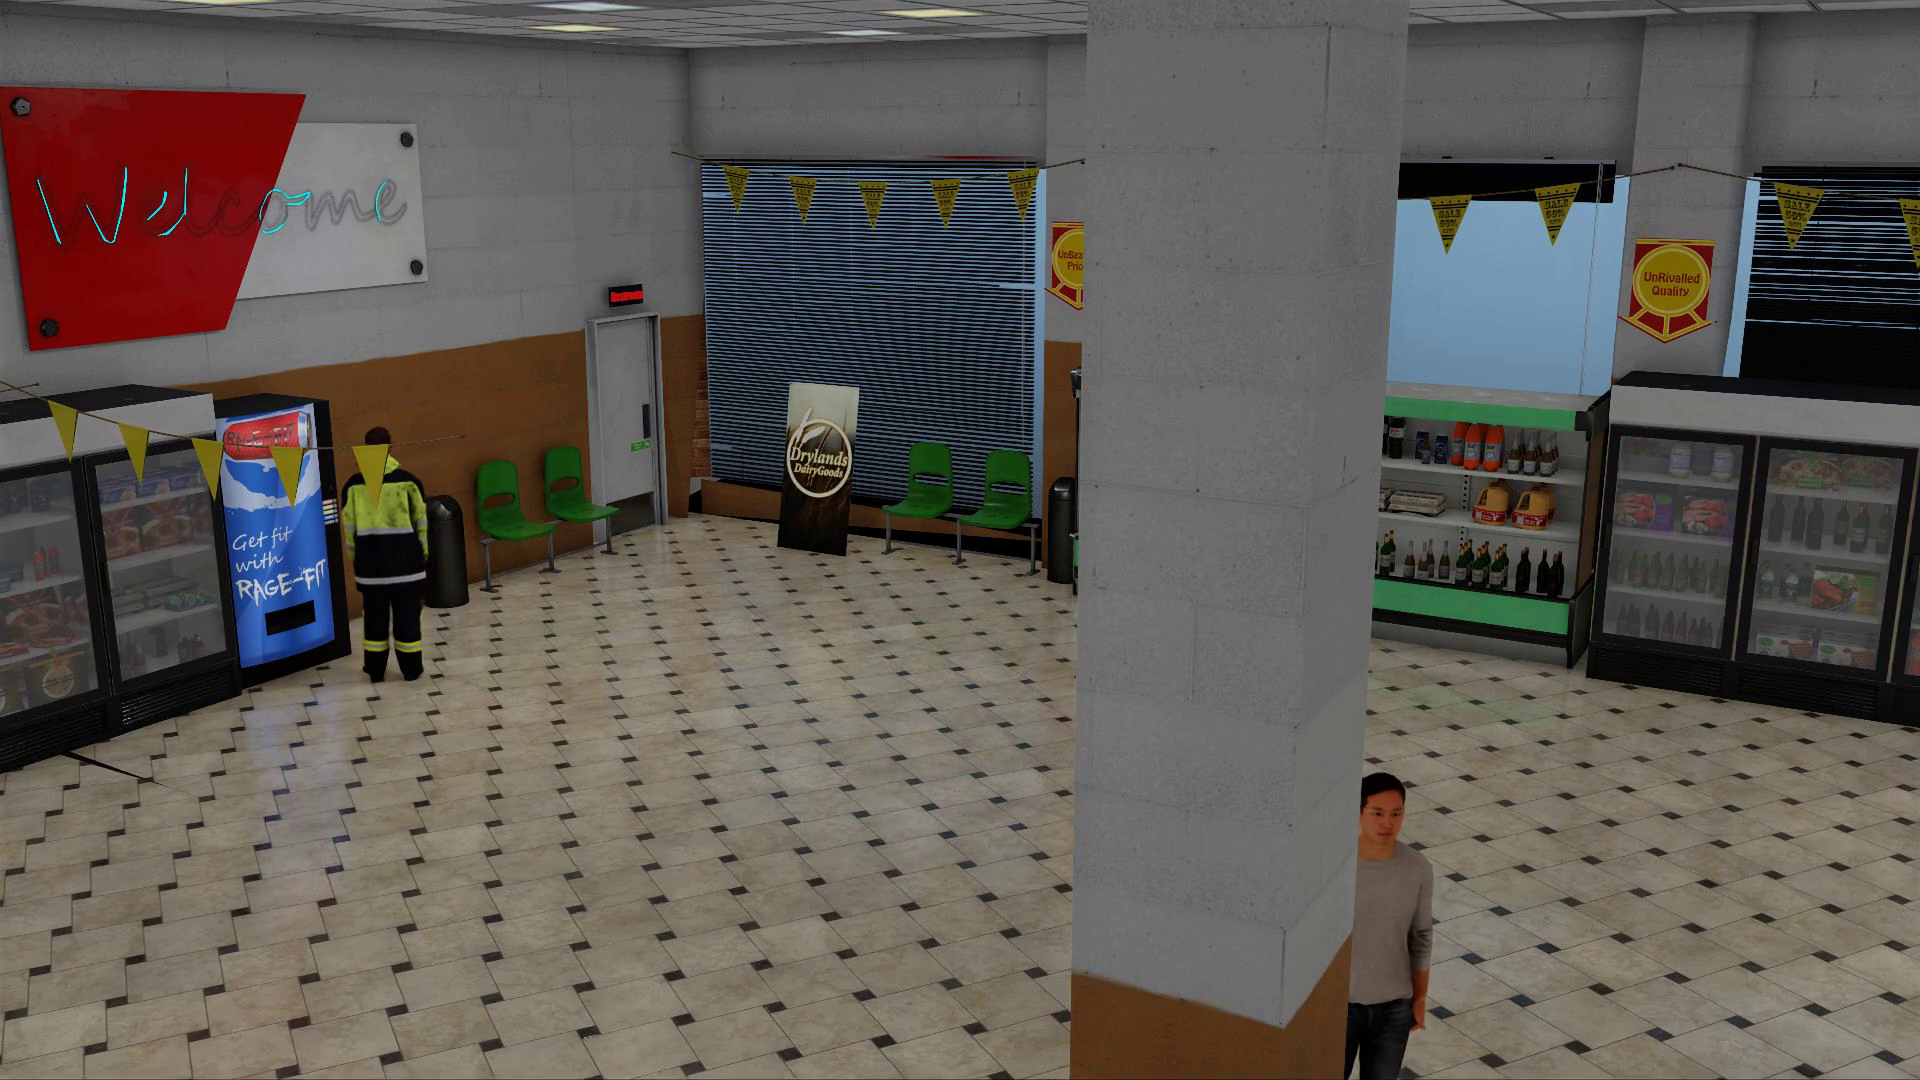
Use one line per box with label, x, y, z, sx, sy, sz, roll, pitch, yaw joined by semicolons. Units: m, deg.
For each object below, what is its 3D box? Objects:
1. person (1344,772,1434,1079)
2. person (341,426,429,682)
person;1.548;1.735;6.403;0.636;1.810;0.770;0;14;2
person;-4.368;0.110;12.750;0.861;1.978;0.940;-3;14;-11
